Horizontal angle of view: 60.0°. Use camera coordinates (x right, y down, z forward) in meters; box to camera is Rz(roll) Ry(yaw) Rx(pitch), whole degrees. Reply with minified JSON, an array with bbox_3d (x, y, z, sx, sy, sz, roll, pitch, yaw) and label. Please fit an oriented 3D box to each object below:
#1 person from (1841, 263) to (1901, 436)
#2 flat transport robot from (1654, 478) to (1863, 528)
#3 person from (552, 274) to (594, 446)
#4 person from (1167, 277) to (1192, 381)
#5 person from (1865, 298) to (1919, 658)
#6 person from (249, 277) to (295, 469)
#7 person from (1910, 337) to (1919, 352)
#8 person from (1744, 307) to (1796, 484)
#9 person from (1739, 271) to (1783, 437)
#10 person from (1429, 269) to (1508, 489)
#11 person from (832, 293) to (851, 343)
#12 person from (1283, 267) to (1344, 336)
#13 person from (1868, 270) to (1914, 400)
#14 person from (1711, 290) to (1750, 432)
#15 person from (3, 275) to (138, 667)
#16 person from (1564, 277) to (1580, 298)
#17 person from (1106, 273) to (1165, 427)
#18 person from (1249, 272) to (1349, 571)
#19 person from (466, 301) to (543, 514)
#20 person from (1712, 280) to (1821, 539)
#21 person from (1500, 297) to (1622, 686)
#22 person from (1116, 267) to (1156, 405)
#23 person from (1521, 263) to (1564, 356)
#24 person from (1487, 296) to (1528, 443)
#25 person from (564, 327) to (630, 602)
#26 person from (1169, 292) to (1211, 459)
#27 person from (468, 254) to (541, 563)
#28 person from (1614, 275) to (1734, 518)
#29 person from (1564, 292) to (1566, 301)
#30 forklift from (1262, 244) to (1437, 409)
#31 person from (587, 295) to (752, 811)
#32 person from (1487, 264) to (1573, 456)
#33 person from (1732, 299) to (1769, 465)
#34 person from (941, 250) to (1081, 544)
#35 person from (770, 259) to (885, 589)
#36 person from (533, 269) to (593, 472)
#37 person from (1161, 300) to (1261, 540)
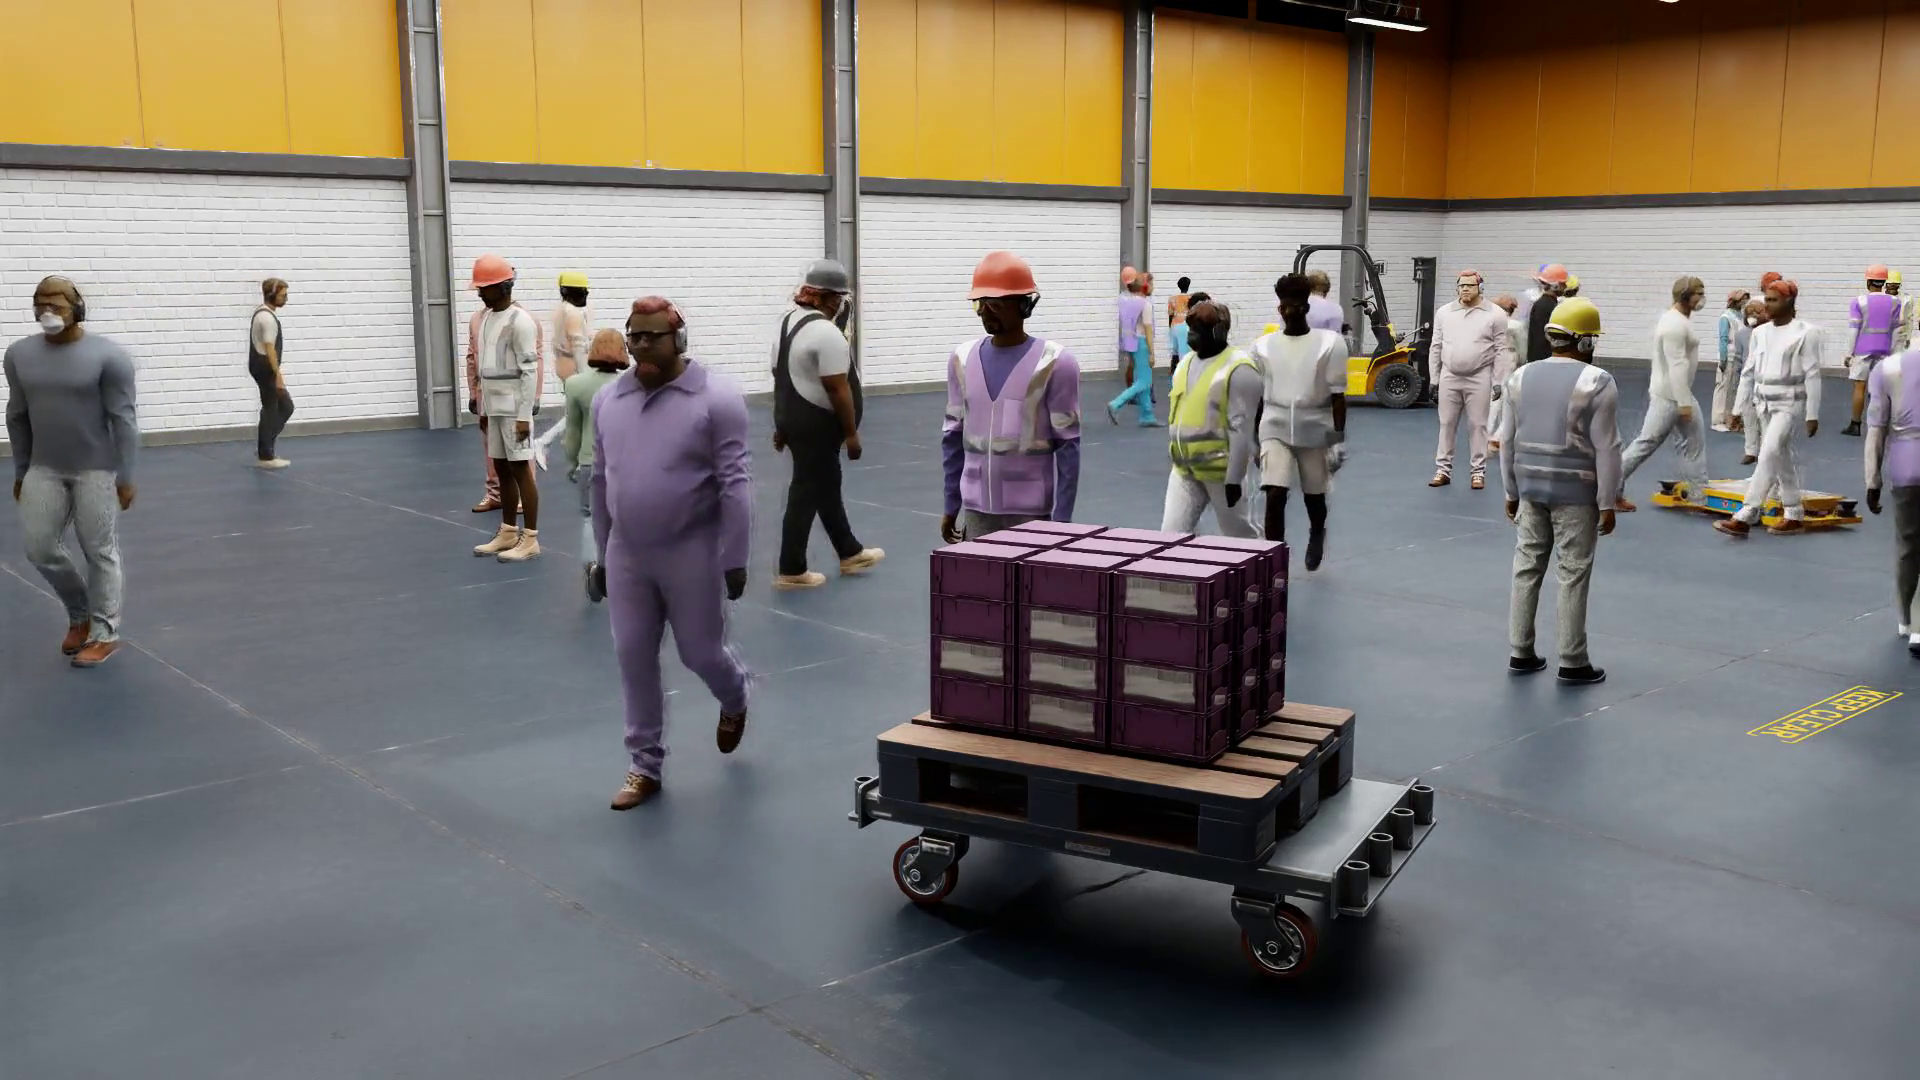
[{"bbox_3d":[10.244,-2.133,18.717,0.546,1.941,0.358,1,10,4],"label":"person"},{"bbox_3d":[6.150,-0.300,12.873,0.652,0.197,1.431,-3,10,-19],"label":"flat transport robot"},{"bbox_3d":[-4.129,-1.922,17.780,0.429,1.839,0.633,0,10,1],"label":"person"},{"bbox_3d":[3.610,-3.401,26.881,0.531,1.694,0.318,4,11,25],"label":"person"},{"bbox_3d":[4.957,-0.354,8.507,0.606,1.884,0.999,7,12,36],"label":"person"},{"bbox_3d":[-6.531,-1.570,15.766,0.412,1.821,0.563,-4,10,-22],"label":"person"},{"bbox_3d":[8.173,-1.148,13.885,0.402,1.617,0.533,-5,11,-28],"label":"person"},{"bbox_3d":[7.274,-1.318,14.821,0.515,1.644,0.307,-6,12,-33],"label":"person"},{"bbox_3d":[8.835,-2.040,18.399,0.493,1.864,0.617,-3,10,-20],"label":"person"},{"bbox_3d":[4.406,-1.397,14.508,0.651,1.907,0.409,5,11,28],"label":"person"},{"bbox_3d":[-1.703,-2.560,21.644,0.945,1.789,0.654,-6,11,-31],"label":"person"},{"bbox_3d":[3.220,-1.542,15.325,0.538,1.922,0.630,-8,12,-38],"label":"person"},{"bbox_3d":[13.013,-2.856,23.307,0.591,1.825,0.403,3,10,17],"label":"person"},{"bbox_3d":[8.914,-2.065,19.210,0.523,1.636,0.309,-8,12,-38],"label":"person"},{"bbox_3d":[-4.353,-0.324,8.166,0.655,1.926,0.431,0,10,0],"label":"person"},{"bbox_3d":[8.591,-2.812,23.376,0.563,1.723,0.588,-5,11,-25],"label":"person"},{"bbox_3d":[2.079,-2.214,19.518,0.696,1.830,0.578,-2,10,-12],"label":"person"},{"bbox_3d":[2.049,-0.648,10.051,0.611,1.932,0.838,3,10,19],"label":"person"},{"bbox_3d":[-3.597,-1.150,13.068,0.652,1.906,0.404,3,10,17],"label":"person"},{"bbox_3d":[5.770,-0.928,11.941,0.934,1.837,0.597,-3,10,-15],"label":"person"},{"bbox_3d":[2.861,-0.232,7.908,0.403,1.830,0.599,-7,12,-37],"label":"person"},{"bbox_3d":[2.396,-2.743,22.492,0.644,1.877,0.574,-4,11,-24],"label":"person"},{"bbox_3d":[7.735,-2.718,22.170,0.624,1.930,0.569,-1,10,-5],"label":"person"},{"bbox_3d":[5.923,-1.859,18.132,0.859,1.589,0.549,-7,12,-36],"label":"person"},{"bbox_3d":[-2.064,-0.439,9.755,0.503,1.612,0.685,-2,10,-9],"label":"person"},{"bbox_3d":[2.269,-1.528,15.934,0.364,1.688,0.545,-8,13,-39],"label":"person"},{"bbox_3d":[-3.031,-0.865,11.029,0.397,2.034,0.605,-8,13,-41],"label":"person"},{"bbox_3d":[5.536,-1.112,12.976,1.042,1.891,0.631,6,11,32],"label":"person"},{"bbox_3d":[8.255,-2.796,23.202,0.484,1.737,0.305,-7,12,-34],"label":"person"},{"bbox_3d":[5.256,-2.933,22.661,2.313,2.155,1.214,3,10,16],"label":"forklift"},{"bbox_3d":[-1.077,0.021,6.286,0.649,1.886,0.737,3,10,15],"label":"person"},{"bbox_3d":[5.755,-1.756,16.493,1.003,1.954,0.628,0,10,0],"label":"person"},{"bbox_3d":[7.780,-1.533,16.152,0.513,1.610,0.537,-7,12,-37],"label":"person"},{"bbox_3d":[0.182,-0.154,6.835,0.616,2.041,0.377,6,11,29],"label":"person"},{"bbox_3d":[-0.759,-0.731,10.219,0.930,2.000,0.696,-5,11,-28],"label":"person"},{"bbox_3d":[-3.644,-1.557,15.446,0.672,1.909,0.612,-3,10,-19],"label":"person"},{"bbox_3d":[1.344,-0.387,8.944,0.945,1.797,0.639,-6,11,-32],"label":"person"}]
